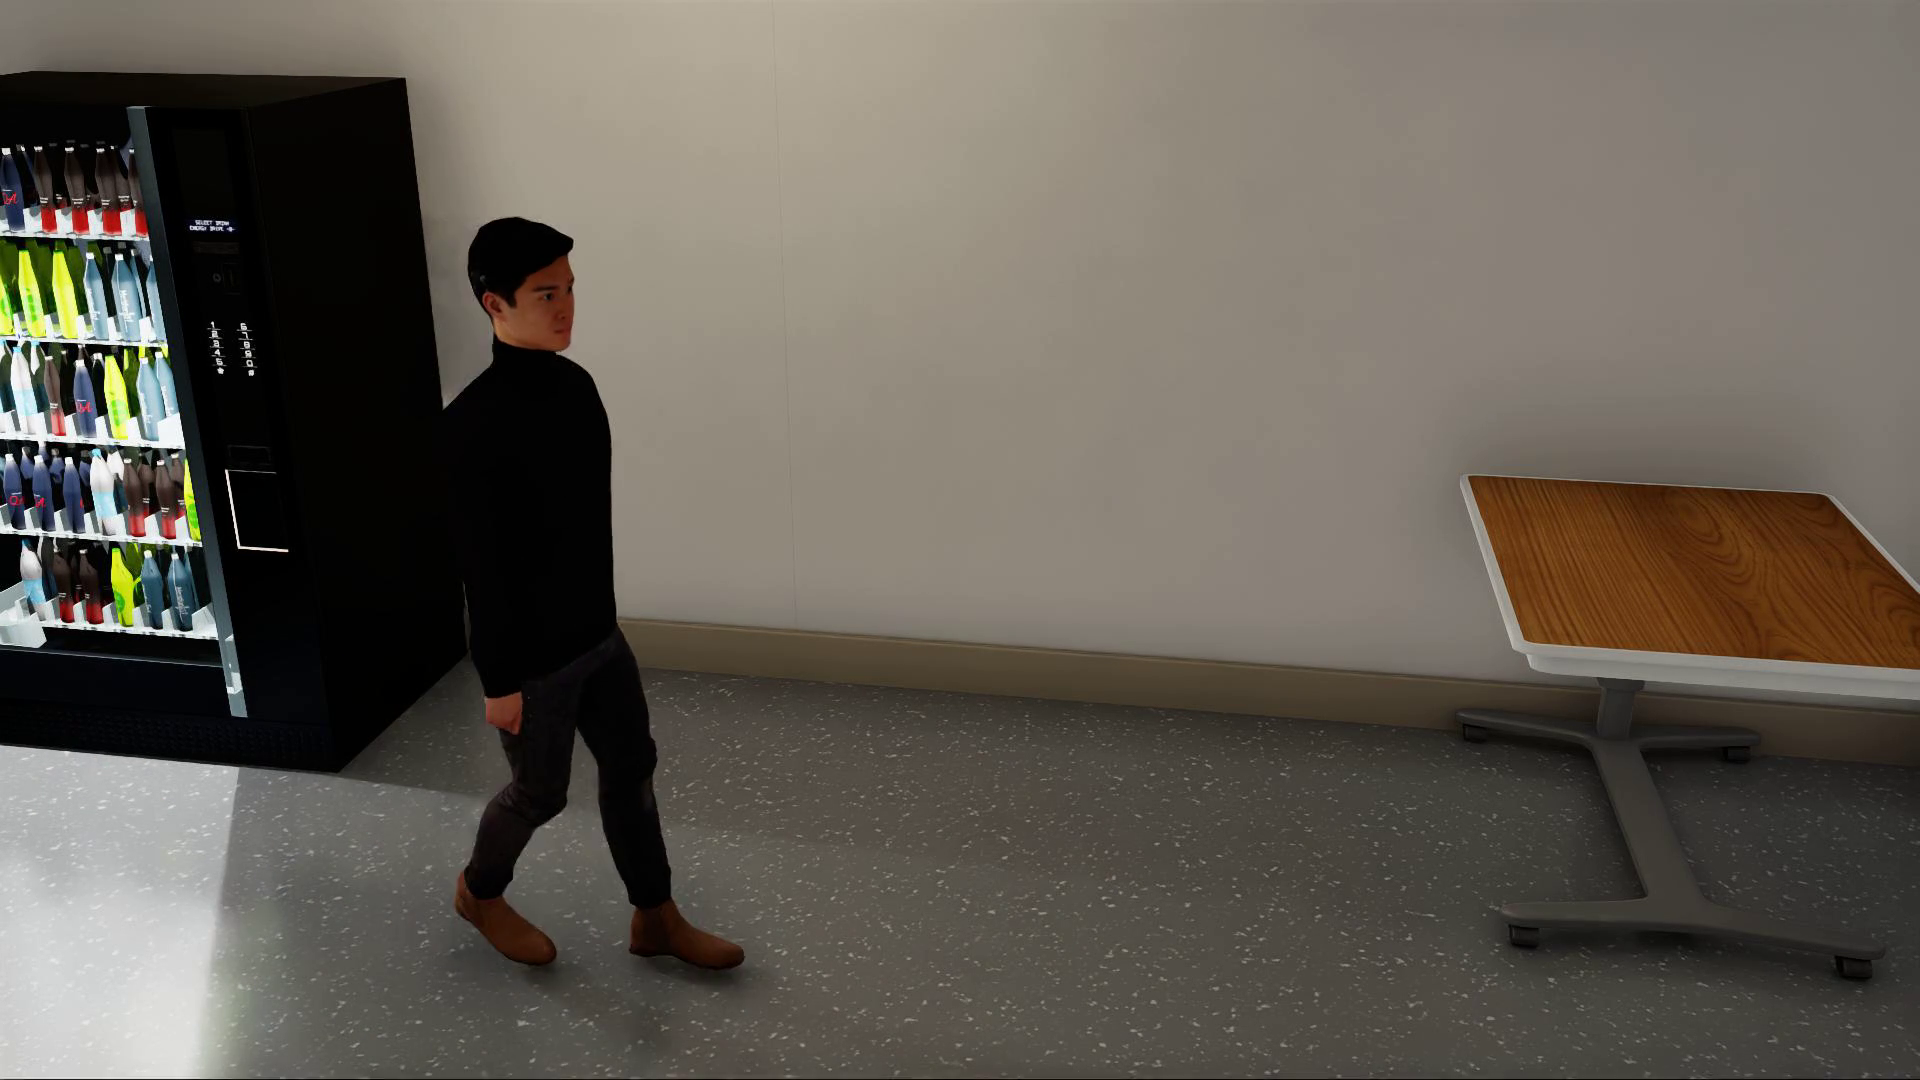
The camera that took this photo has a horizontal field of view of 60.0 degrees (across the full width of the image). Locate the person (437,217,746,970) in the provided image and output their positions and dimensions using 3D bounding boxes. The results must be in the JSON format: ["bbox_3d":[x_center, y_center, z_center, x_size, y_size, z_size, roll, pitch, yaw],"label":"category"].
[{"bbox_3d":[-0.928,0.173,3.575,0.983,1.710,0.772,8,22,20],"label":"person"}]
